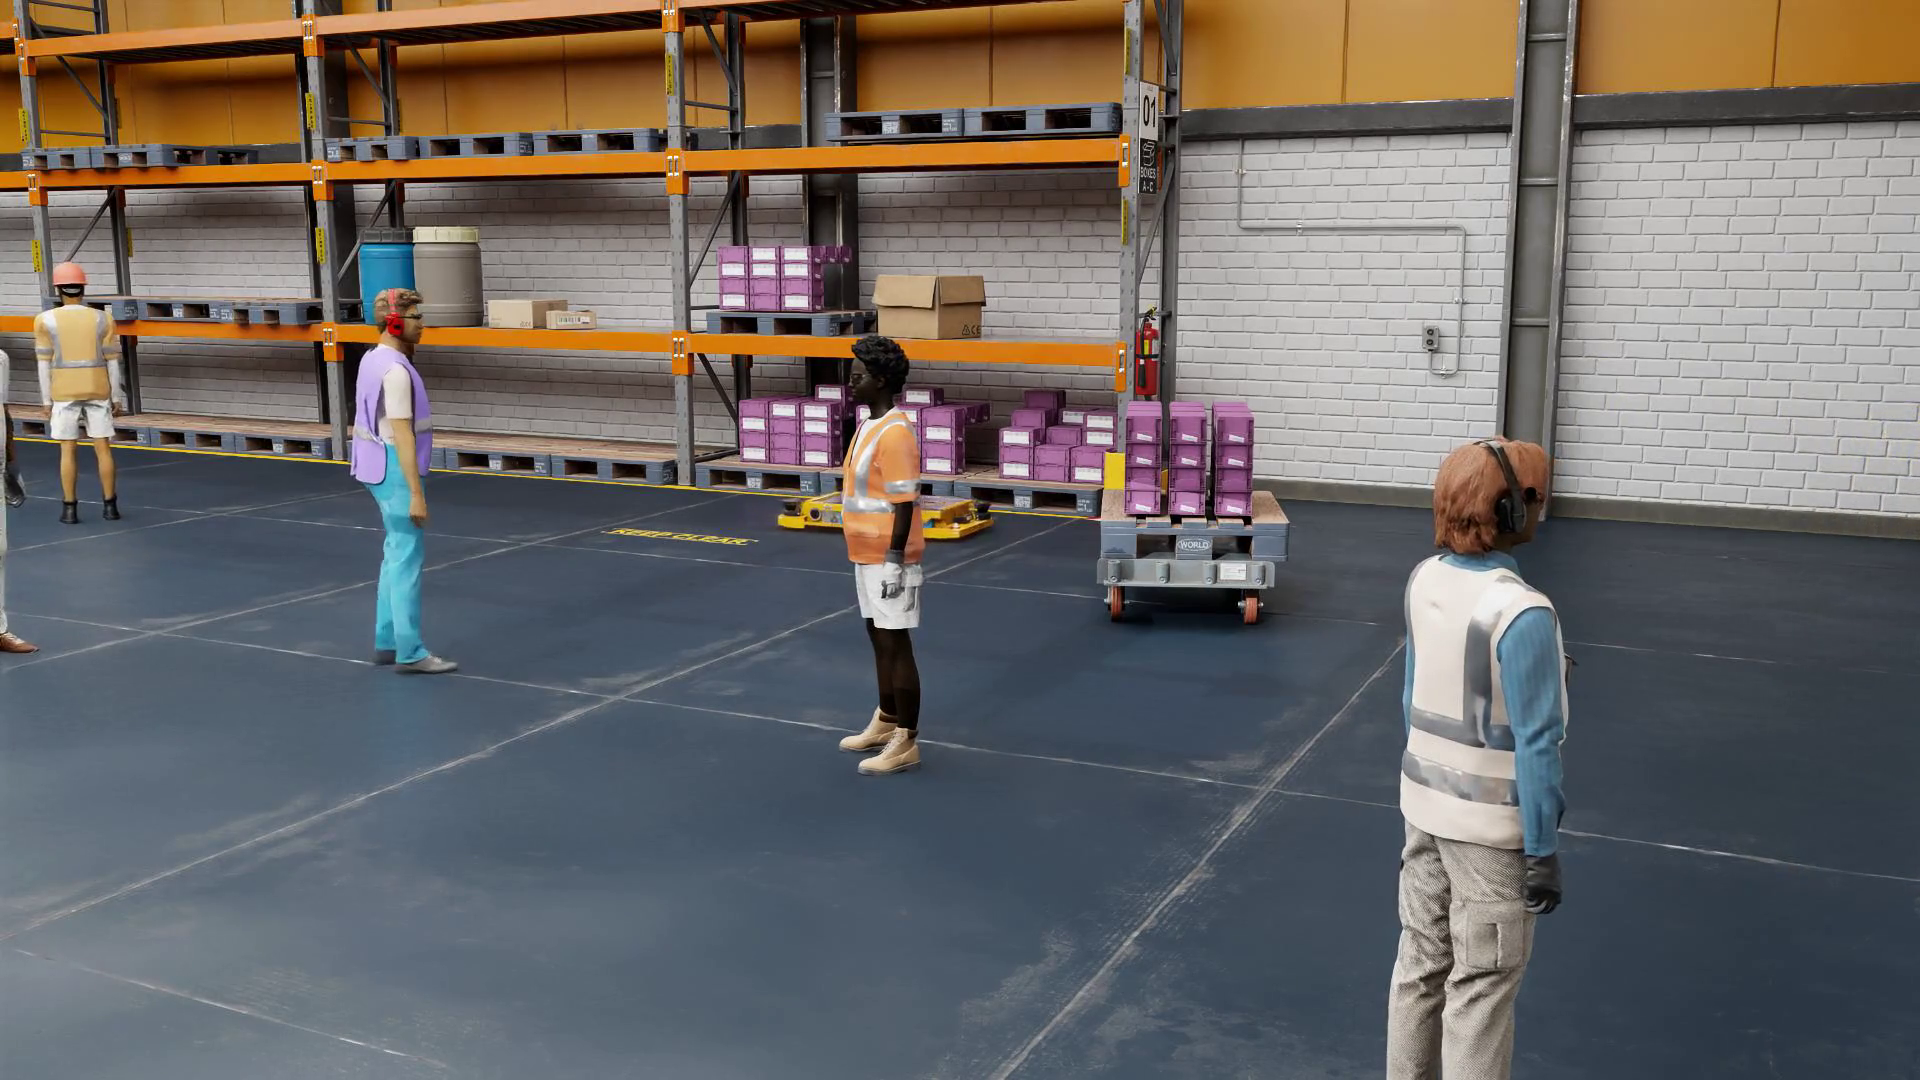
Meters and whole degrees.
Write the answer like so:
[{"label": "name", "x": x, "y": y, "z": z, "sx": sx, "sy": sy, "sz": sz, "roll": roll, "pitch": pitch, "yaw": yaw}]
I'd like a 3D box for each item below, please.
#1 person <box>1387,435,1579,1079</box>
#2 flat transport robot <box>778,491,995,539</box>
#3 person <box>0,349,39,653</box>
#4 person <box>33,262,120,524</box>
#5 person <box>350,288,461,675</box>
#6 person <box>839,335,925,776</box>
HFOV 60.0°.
[{"label": "person", "x": 1.087, "y": 0.601, "z": 3.506, "sx": 0.307, "sy": 1.645, "sz": 0.514, "roll": -3, "pitch": 10, "yaw": -14}, {"label": "flat transport robot", "x": -0.529, "y": -0.195, "z": 11.988, "sx": 1.431, "sy": 0.197, "sz": 0.652, "roll": 4, "pitch": 11, "yaw": 23}, {"label": "person", "x": -4.816, "y": -0.310, "z": 8.140, "sx": 0.369, "sy": 1.858, "sz": 0.513, "roll": 3, "pitch": 10, "yaw": 16}, {"label": "person", "x": -6.539, "y": -1.085, "z": 12.357, "sx": 0.548, "sy": 1.931, "sz": 0.386, "roll": -7, "pitch": 12, "yaw": -35}, {"label": "person", "x": -2.679, "y": -0.273, "z": 7.943, "sx": 0.419, "sy": 1.843, "sz": 0.612, "roll": -6, "pitch": 11, "yaw": -30}, {"label": "person", "x": -0.306, "y": 0.057, "z": 6.467, "sx": 0.315, "sy": 1.696, "sz": 0.541, "roll": -3, "pitch": 10, "yaw": -16}]
